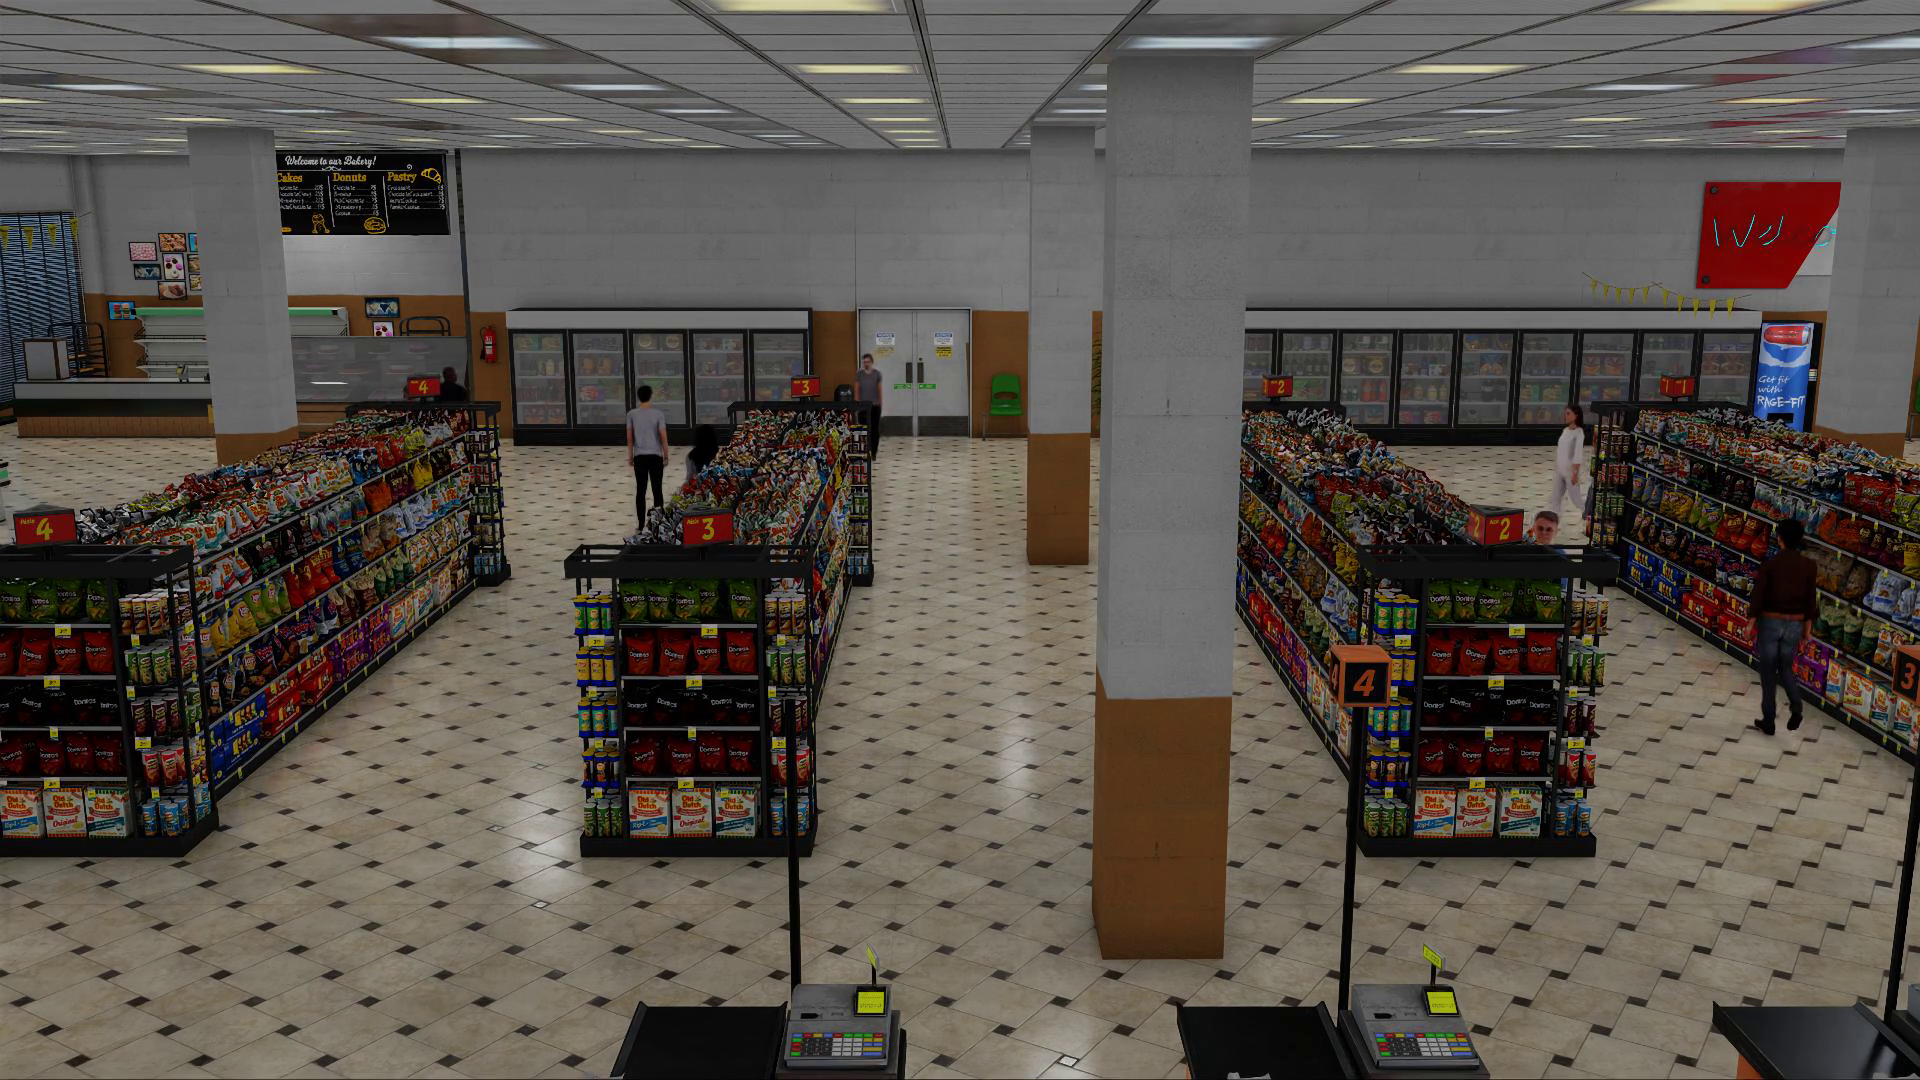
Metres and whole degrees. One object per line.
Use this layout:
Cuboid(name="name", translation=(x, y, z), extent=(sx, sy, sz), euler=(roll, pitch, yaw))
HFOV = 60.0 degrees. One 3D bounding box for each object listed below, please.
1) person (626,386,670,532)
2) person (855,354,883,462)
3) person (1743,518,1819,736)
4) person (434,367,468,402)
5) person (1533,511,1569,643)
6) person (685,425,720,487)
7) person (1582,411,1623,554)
Cuboid(name="person", translation=(-4.015, -1.052, 21.372), extent=(0.675, 1.863, 0.525), euler=(0, 12, 2))
Cuboid(name="person", translation=(-1.436, -2.157, 26.949), extent=(0.647, 1.727, 0.802), euler=(1, 12, 4))
Cuboid(name="person", translation=(6.537, 0.722, 13.174), extent=(0.647, 1.768, 0.760), euler=(0, 12, 1))
Cuboid(name="person", translation=(-7.366, -1.583, 24.053), extent=(0.977, 1.797, 1.168), euler=(5, 13, 24))
Cuboid(name="person", translation=(4.671, 0.637, 13.472), extent=(0.673, 1.812, 0.573), euler=(-1, 12, -5))
Cuboid(name="person", translation=(-2.876, -0.413, 18.668), extent=(0.624, 1.726, 0.861), euler=(0, 12, 2))
Cuboid(name="person", translation=(7.694, -0.652, 19.581), extent=(0.884, 1.817, 0.807), euler=(-9, 15, -38))
